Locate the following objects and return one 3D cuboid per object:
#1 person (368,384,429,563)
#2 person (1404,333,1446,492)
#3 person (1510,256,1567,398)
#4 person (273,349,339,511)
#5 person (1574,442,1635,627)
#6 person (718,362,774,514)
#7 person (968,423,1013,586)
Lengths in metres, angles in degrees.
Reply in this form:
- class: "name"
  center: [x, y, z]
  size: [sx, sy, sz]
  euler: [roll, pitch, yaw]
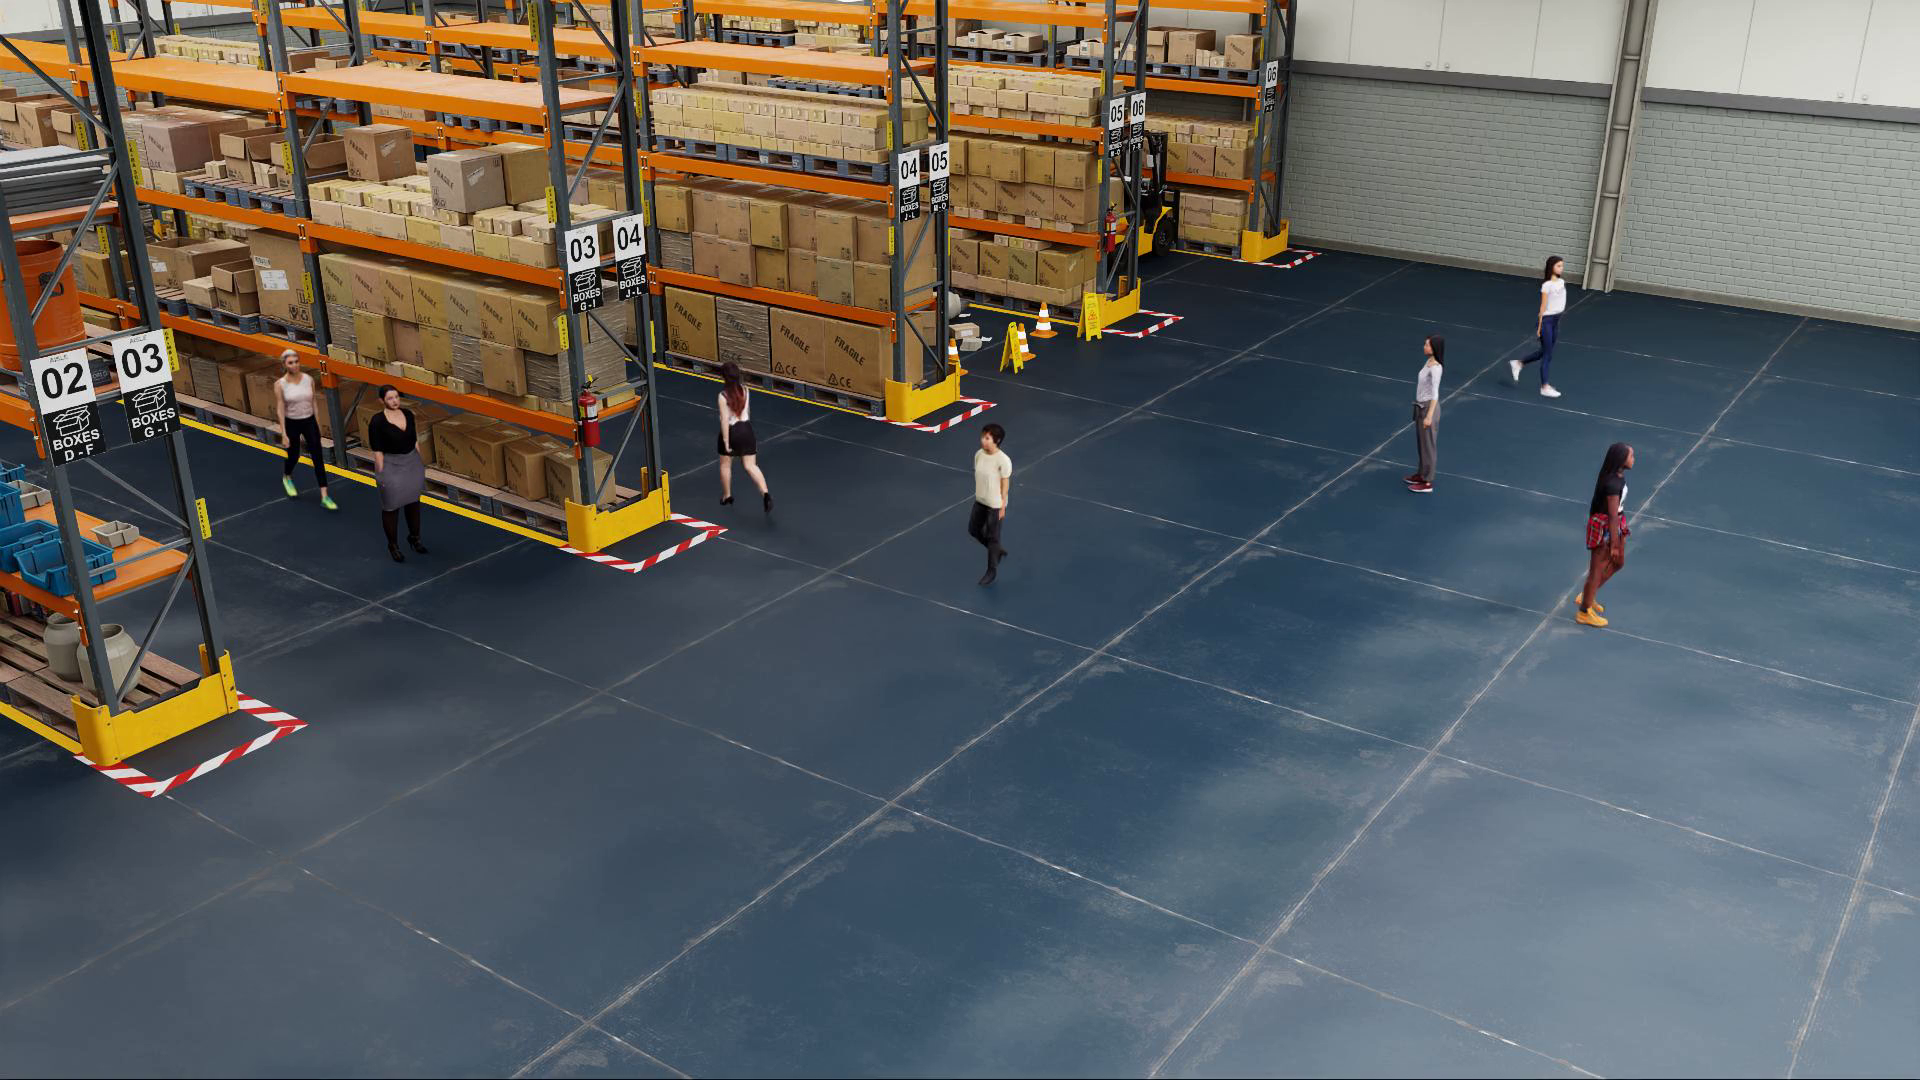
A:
- class: "person"
  center: [-5.443, -0.668, 16.099]
  size: [0.609, 1.760, 0.659]
  euler: [17, 28, 34]
- class: "person"
  center: [5.015, -1.371, 17.783]
  size: [0.694, 1.735, 0.689]
  euler: [2, 23, 5]
- class: "person"
  center: [7.297, -2.692, 20.859]
  size: [0.747, 1.758, 1.056]
  euler: [-19, 29, -37]
- class: "person"
  center: [-6.947, -1.170, 17.399]
  size: [0.760, 1.666, 1.191]
  euler: [-20, 30, -38]
- class: "person"
  center: [5.604, -0.046, 14.696]
  size: [0.677, 1.713, 0.656]
  euler: [8, 24, 18]
- class: "person"
  center: [-2.232, -1.013, 17.088]
  size: [0.719, 1.620, 1.096]
  euler: [-20, 30, -38]
- class: "person"
  center: [0.332, -0.354, 15.591]
  size: [0.727, 1.578, 0.648]
  euler: [-20, 30, -38]
